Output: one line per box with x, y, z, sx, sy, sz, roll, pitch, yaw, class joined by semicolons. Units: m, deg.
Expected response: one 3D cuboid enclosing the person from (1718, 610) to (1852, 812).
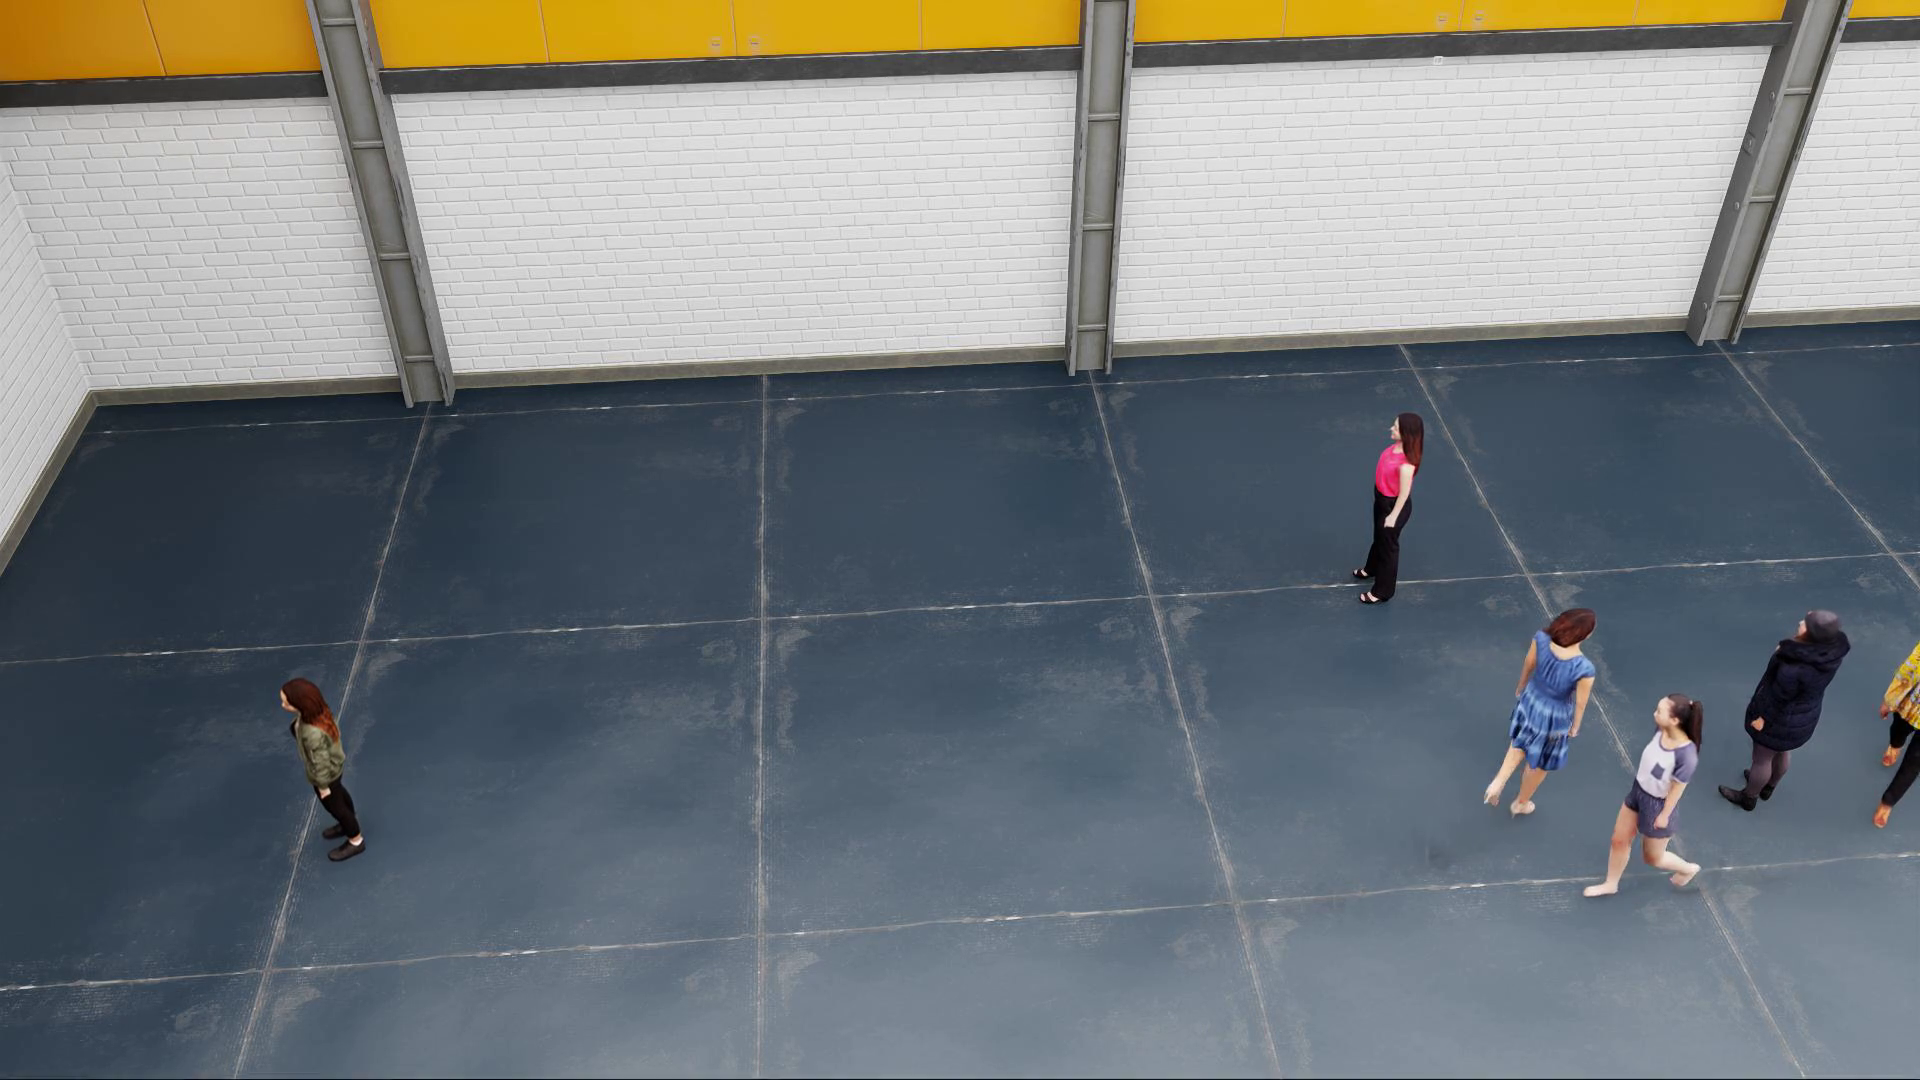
5.336;1.093;10.728;0.746;1.673;0.845;-21;43;-24;person

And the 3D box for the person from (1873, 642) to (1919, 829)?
6.307;1.062;10.822;1.124;1.605;1.172;27;46;30;person

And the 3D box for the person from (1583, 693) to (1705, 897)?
4.310;1.611;10.121;0.915;1.622;0.609;-5;39;-6;person

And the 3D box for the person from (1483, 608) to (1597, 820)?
3.649;1.161;10.549;0.902;1.792;0.834;-23;44;-26;person

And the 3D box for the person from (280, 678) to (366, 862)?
-4.003;1.412;10.485;0.627;1.478;0.642;-14;41;-17;person

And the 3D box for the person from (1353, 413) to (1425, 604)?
3.218;-0.256;12.429;0.561;1.660;0.604;3;39;3;person
